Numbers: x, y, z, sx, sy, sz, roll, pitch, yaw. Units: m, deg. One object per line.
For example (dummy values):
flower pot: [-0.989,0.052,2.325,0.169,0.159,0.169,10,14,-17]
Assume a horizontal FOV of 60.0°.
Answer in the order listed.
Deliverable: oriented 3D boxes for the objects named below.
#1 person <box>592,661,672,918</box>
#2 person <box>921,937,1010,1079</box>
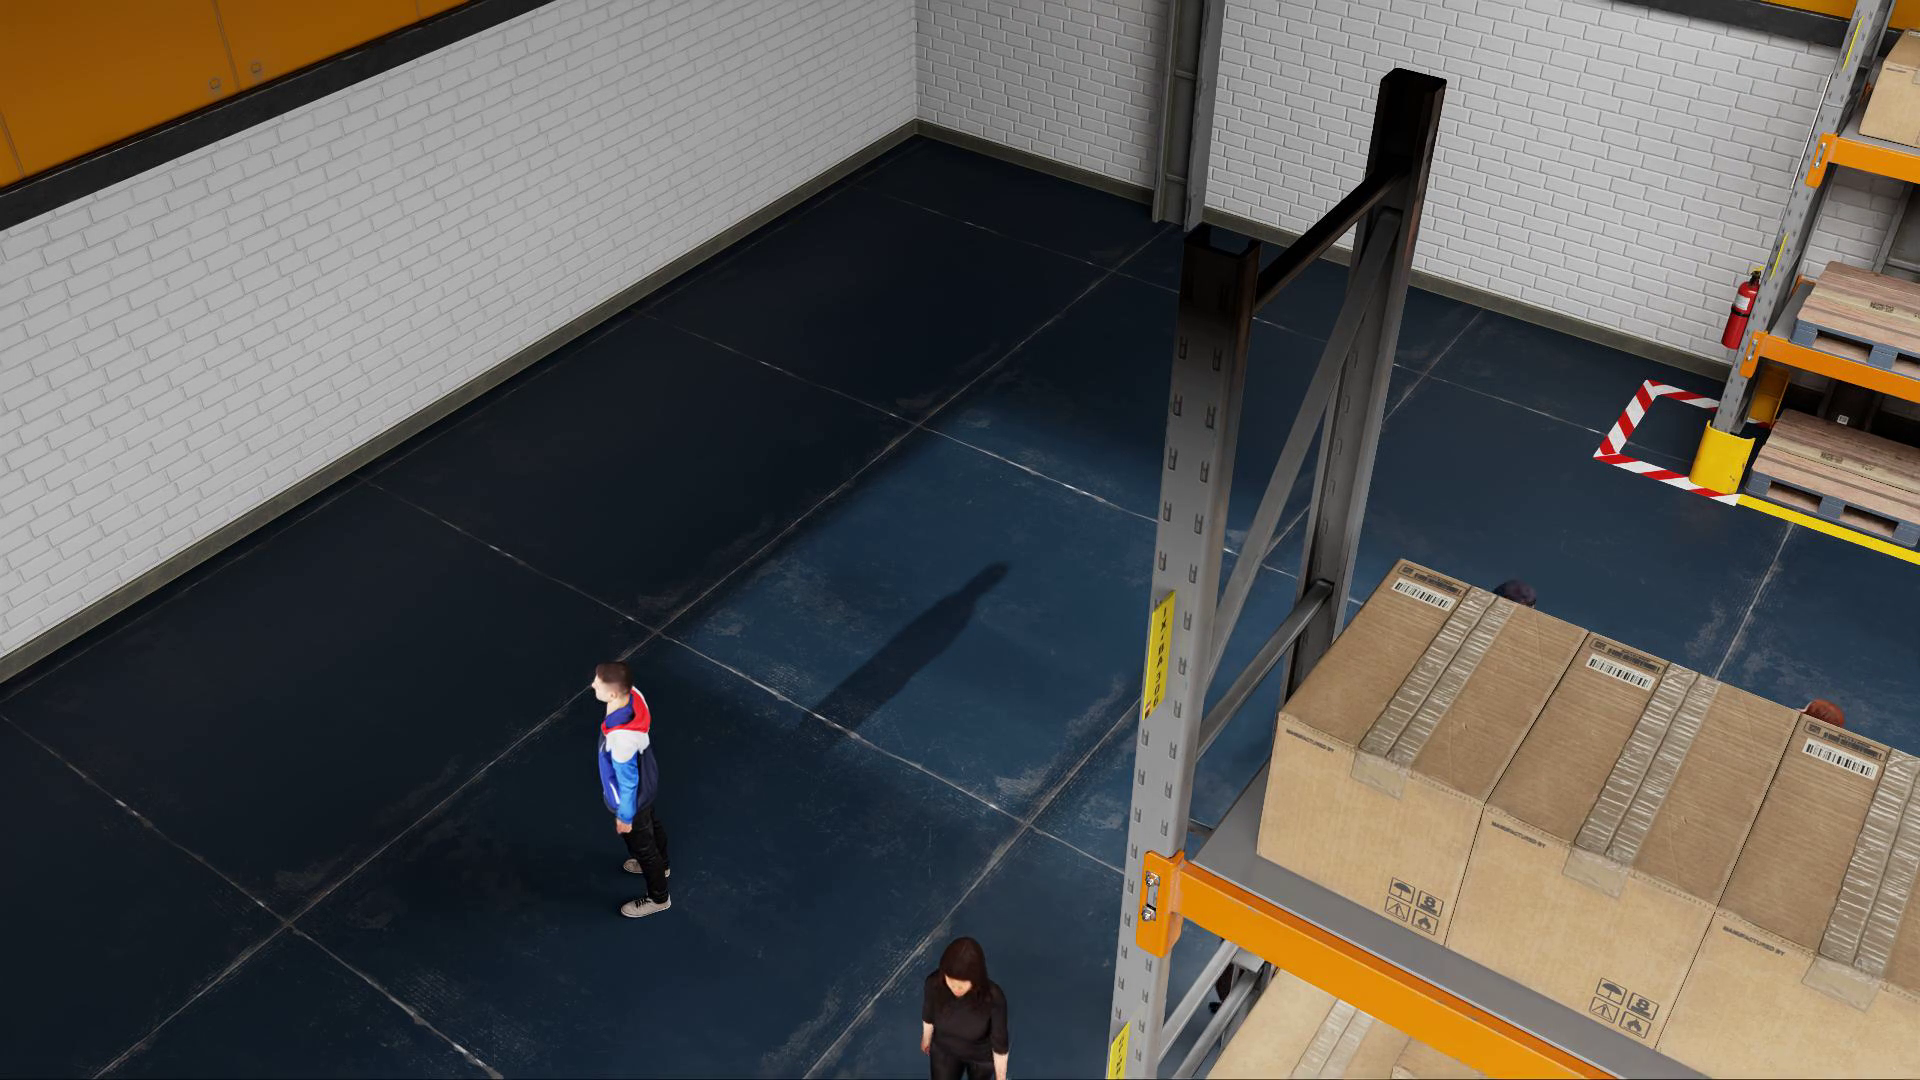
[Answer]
person: [-1.766,1.321,8.973,0.759,1.757,0.722,-3,39,-3]
person: [0.048,2.330,7.821,0.993,1.617,0.903,8,39,10]
